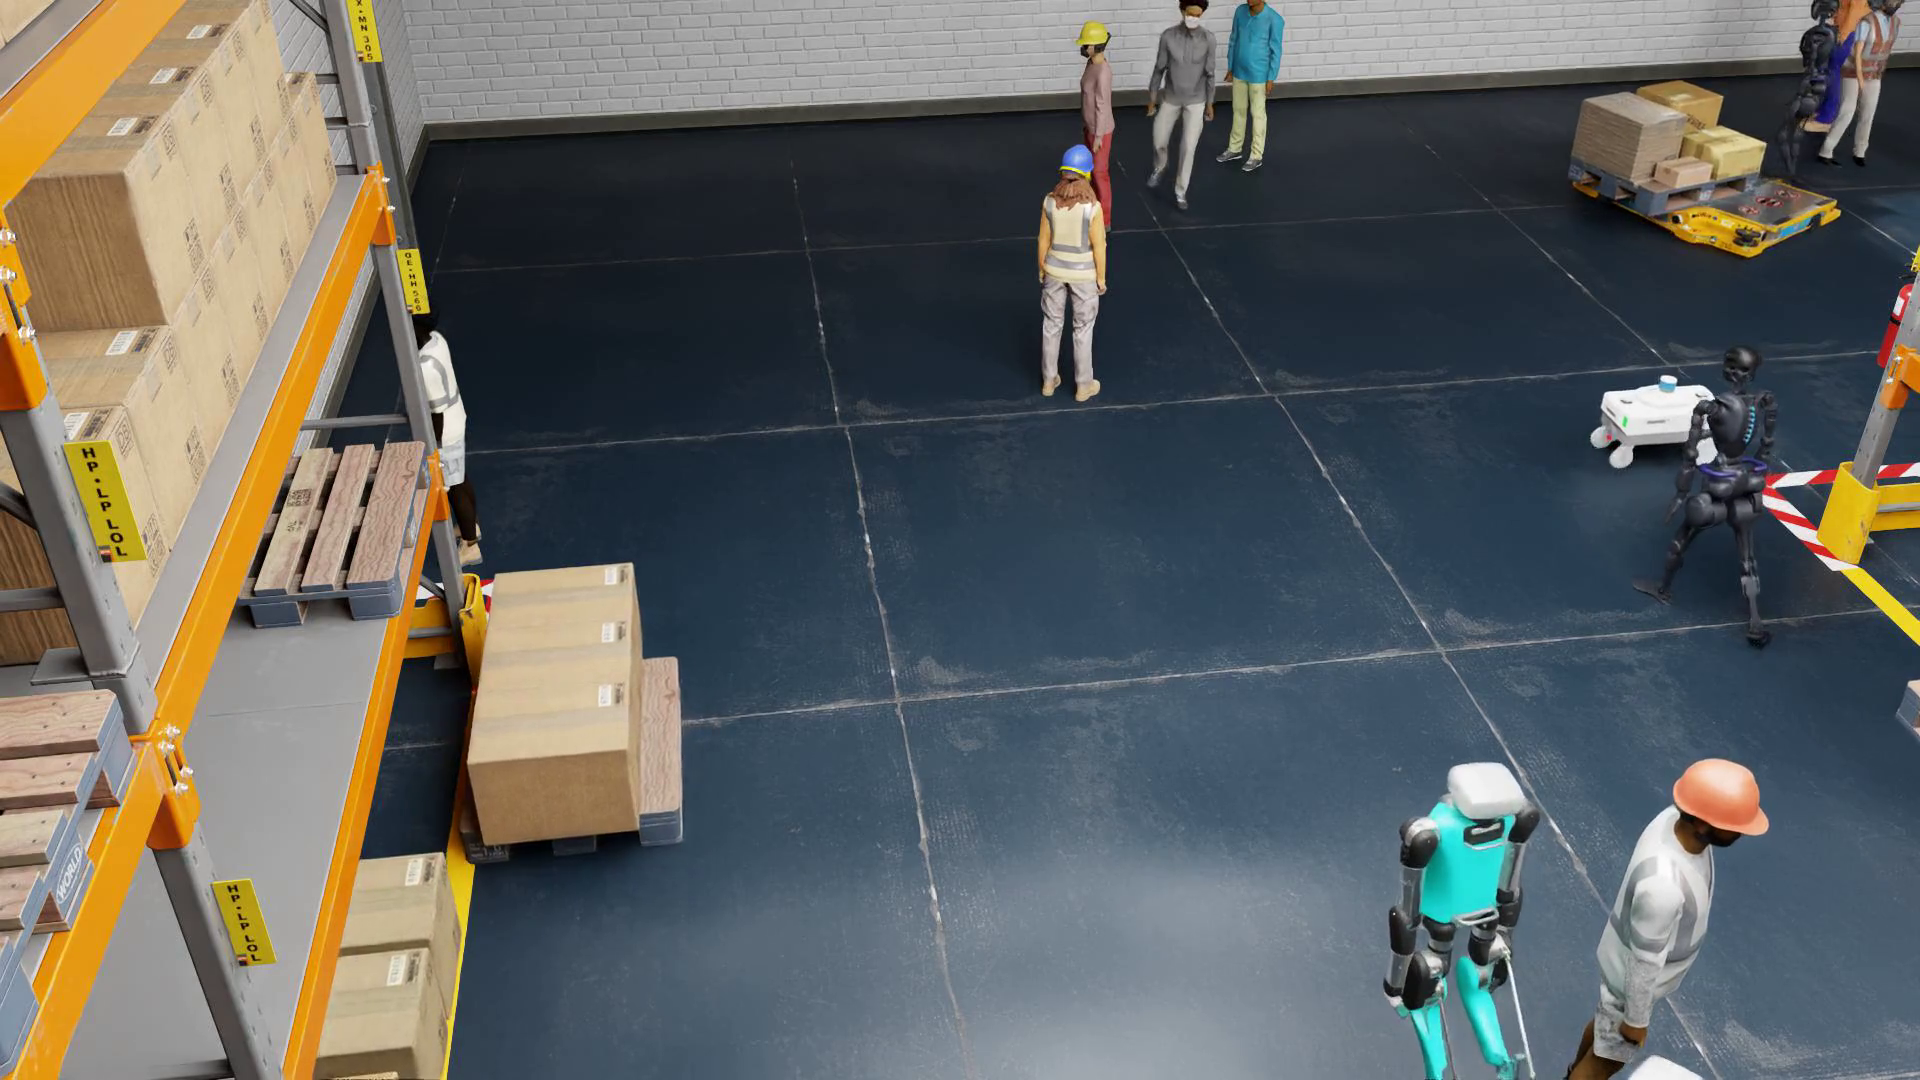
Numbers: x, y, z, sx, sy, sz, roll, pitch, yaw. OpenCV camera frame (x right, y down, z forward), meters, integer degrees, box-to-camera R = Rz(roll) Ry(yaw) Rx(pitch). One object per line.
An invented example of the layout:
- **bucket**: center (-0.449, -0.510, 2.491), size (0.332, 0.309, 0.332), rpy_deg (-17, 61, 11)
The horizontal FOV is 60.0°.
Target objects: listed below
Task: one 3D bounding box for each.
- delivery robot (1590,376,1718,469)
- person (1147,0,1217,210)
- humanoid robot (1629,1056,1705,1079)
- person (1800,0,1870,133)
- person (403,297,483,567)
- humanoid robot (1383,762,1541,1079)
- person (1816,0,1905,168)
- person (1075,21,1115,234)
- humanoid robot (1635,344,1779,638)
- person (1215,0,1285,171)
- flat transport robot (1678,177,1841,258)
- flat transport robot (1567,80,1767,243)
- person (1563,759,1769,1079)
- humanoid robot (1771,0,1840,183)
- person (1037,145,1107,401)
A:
- **delivery robot**: center (4.555, -0.774, 10.793), size (0.807, 0.613, 0.499), rpy_deg (-5, 33, -7)
- **person**: center (1.908, -3.804, 14.219), size (0.567, 1.876, 0.634), rpy_deg (6, 34, 9)
- **humanoid robot**: center (1.696, 2.154, 5.241), size (0.943, 1.785, 0.552), rpy_deg (23, 40, 31)
- **person**: center (8.373, -4.863, 15.743), size (0.387, 1.979, 0.504), rpy_deg (15, 36, 22)
- **person**: center (-2.981, -0.628, 9.507), size (0.315, 1.695, 0.540), rpy_deg (-7, 34, -10)
- **humanoid robot**: center (1.867, 1.678, 5.935), size (0.546, 1.763, 0.823), rpy_deg (-11, 35, -17)
- **person**: center (8.166, -4.171, 14.965), size (0.445, 1.669, 0.388), rpy_deg (-6, 34, -9)
- **person**: center (1.090, -3.379, 13.671), size (0.347, 1.759, 0.520), rpy_deg (-5, 33, -7)
- **humanoid robot**: center (4.164, -0.230, 8.966), size (0.586, 1.620, 0.737), rpy_deg (-9, 34, -14)
- **person**: center (2.607, -4.218, 14.956), size (0.333, 1.749, 0.573), rpy_deg (-24, 40, -32)
- **flat transport robot**: center (6.763, -2.731, 14.037), size (1.431, 0.231, 0.659), rpy_deg (-23, 39, -31)
- **flat transport robot**: center (6.049, -2.939, 14.356), size (0.659, 0.231, 1.431), rpy_deg (-15, 36, -21)
- **person**: center (2.497, 1.538, 5.985), size (0.389, 1.927, 0.539), rpy_deg (18, 37, 25)
- **humanoid robot**: center (7.434, -3.937, 14.595), size (0.334, 1.644, 0.591), rpy_deg (18, 37, 25)
- **person**: center (0.756, -1.794, 11.220), size (0.481, 1.775, 0.325), rpy_deg (13, 35, 19)
